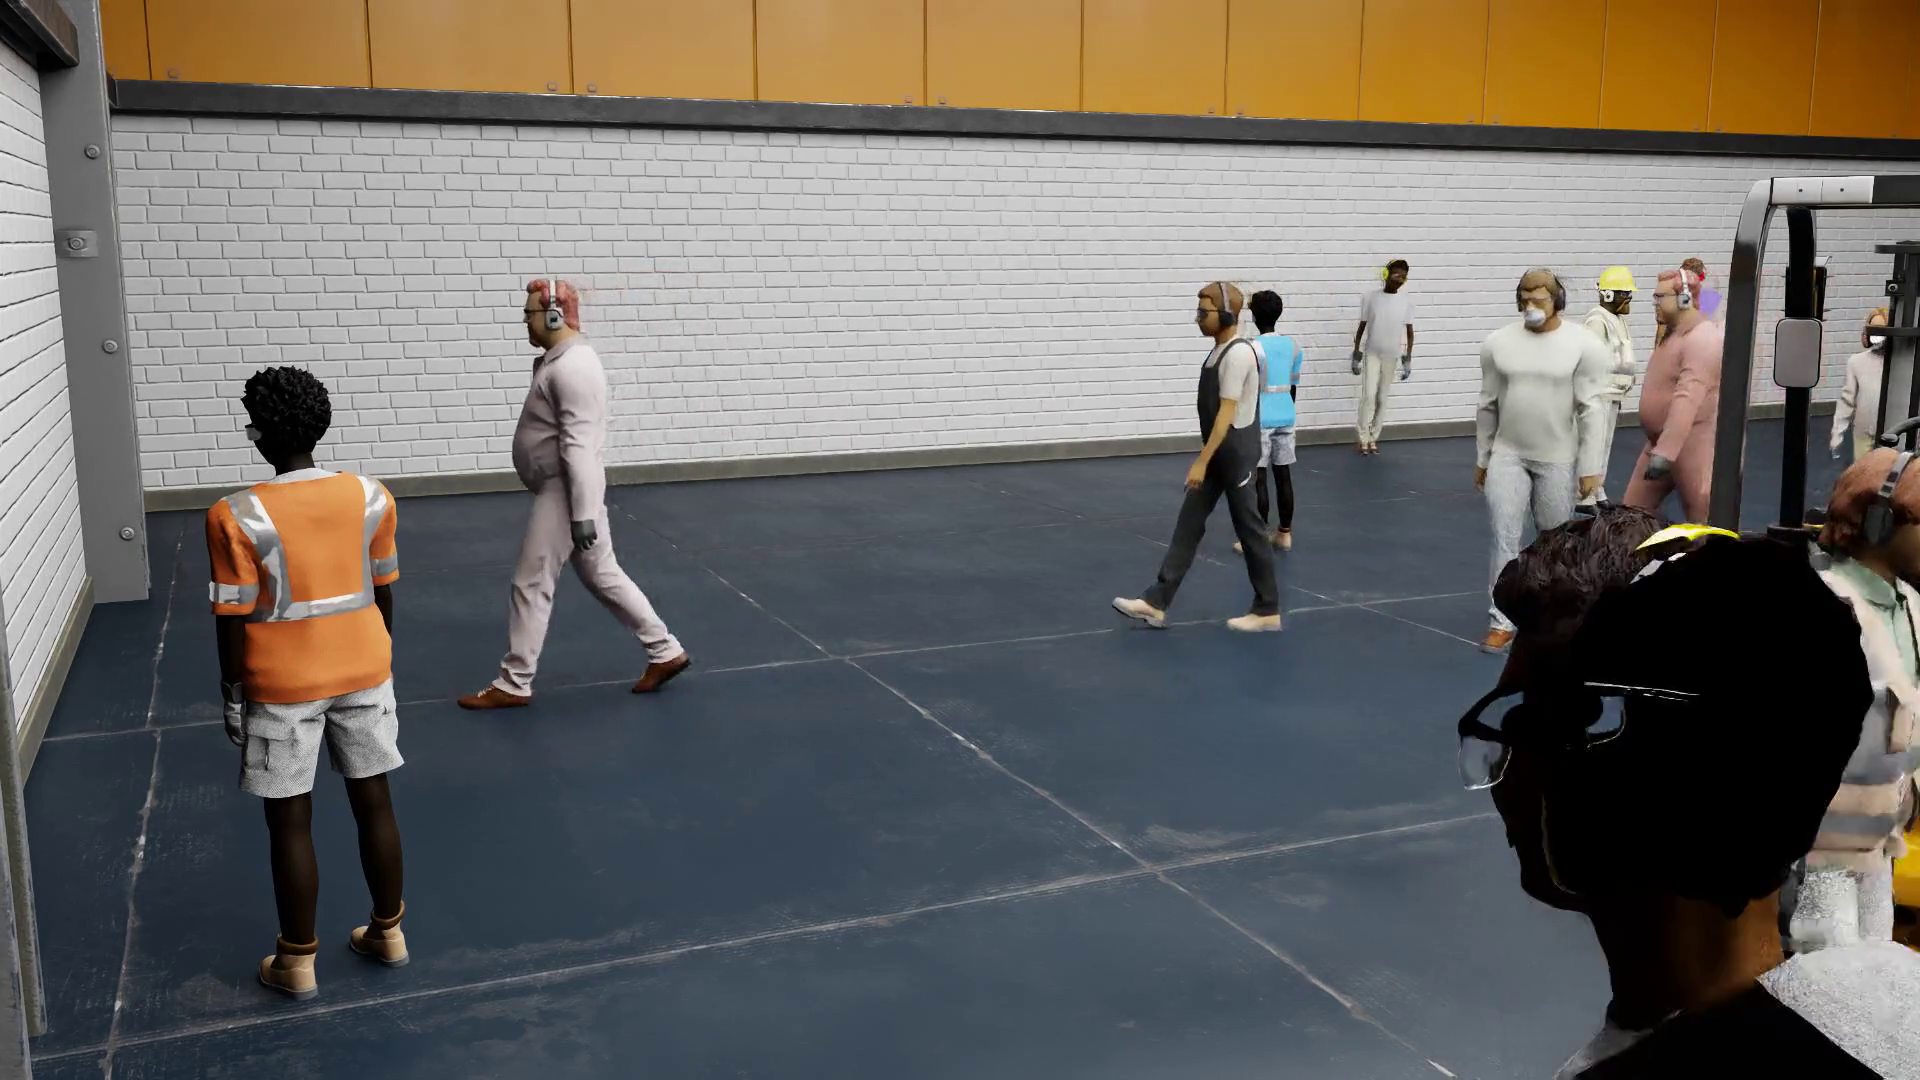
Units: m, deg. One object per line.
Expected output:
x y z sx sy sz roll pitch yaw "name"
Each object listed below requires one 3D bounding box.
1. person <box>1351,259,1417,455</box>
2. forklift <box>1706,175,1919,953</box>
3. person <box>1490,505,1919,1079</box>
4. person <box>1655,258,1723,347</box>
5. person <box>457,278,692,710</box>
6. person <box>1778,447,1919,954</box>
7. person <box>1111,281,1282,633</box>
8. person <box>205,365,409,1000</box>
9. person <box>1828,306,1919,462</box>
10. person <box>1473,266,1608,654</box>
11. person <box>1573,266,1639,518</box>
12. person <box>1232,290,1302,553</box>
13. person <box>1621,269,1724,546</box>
3.940 -1.688 15.489 0.552 1.827 0.647 2 10 9 "person"
2.810 0.094 4.662 1.214 2.155 2.313 7 12 34 "forklift"
0.505 0.900 1.150 0.548 1.857 0.477 -7 13 -35 "person"
6.687 -1.666 15.320 0.571 1.844 0.376 2 10 11 "person"
-1.667 -0.202 7.213 0.980 1.865 0.657 -2 10 -10 "person"
1.722 0.616 3.344 0.530 1.619 0.411 -8 13 -38 "person"
1.244 -0.398 8.456 0.943 1.795 0.512 -2 10 -9 "person"
-1.736 0.382 4.467 0.320 1.694 0.532 9 14 41 "person"
5.446 -0.578 9.933 0.526 1.614 0.534 -5 12 -27 "person"
2.910 -0.417 8.331 0.632 1.902 0.905 7 13 35 "person"
4.693 -1.068 12.099 0.403 1.824 0.592 7 12 34 "person"
1.962 -0.750 10.676 0.537 1.697 0.320 -7 13 -35 "person"
3.685 -0.487 8.808 0.991 1.857 0.643 0 10 2 "person"
